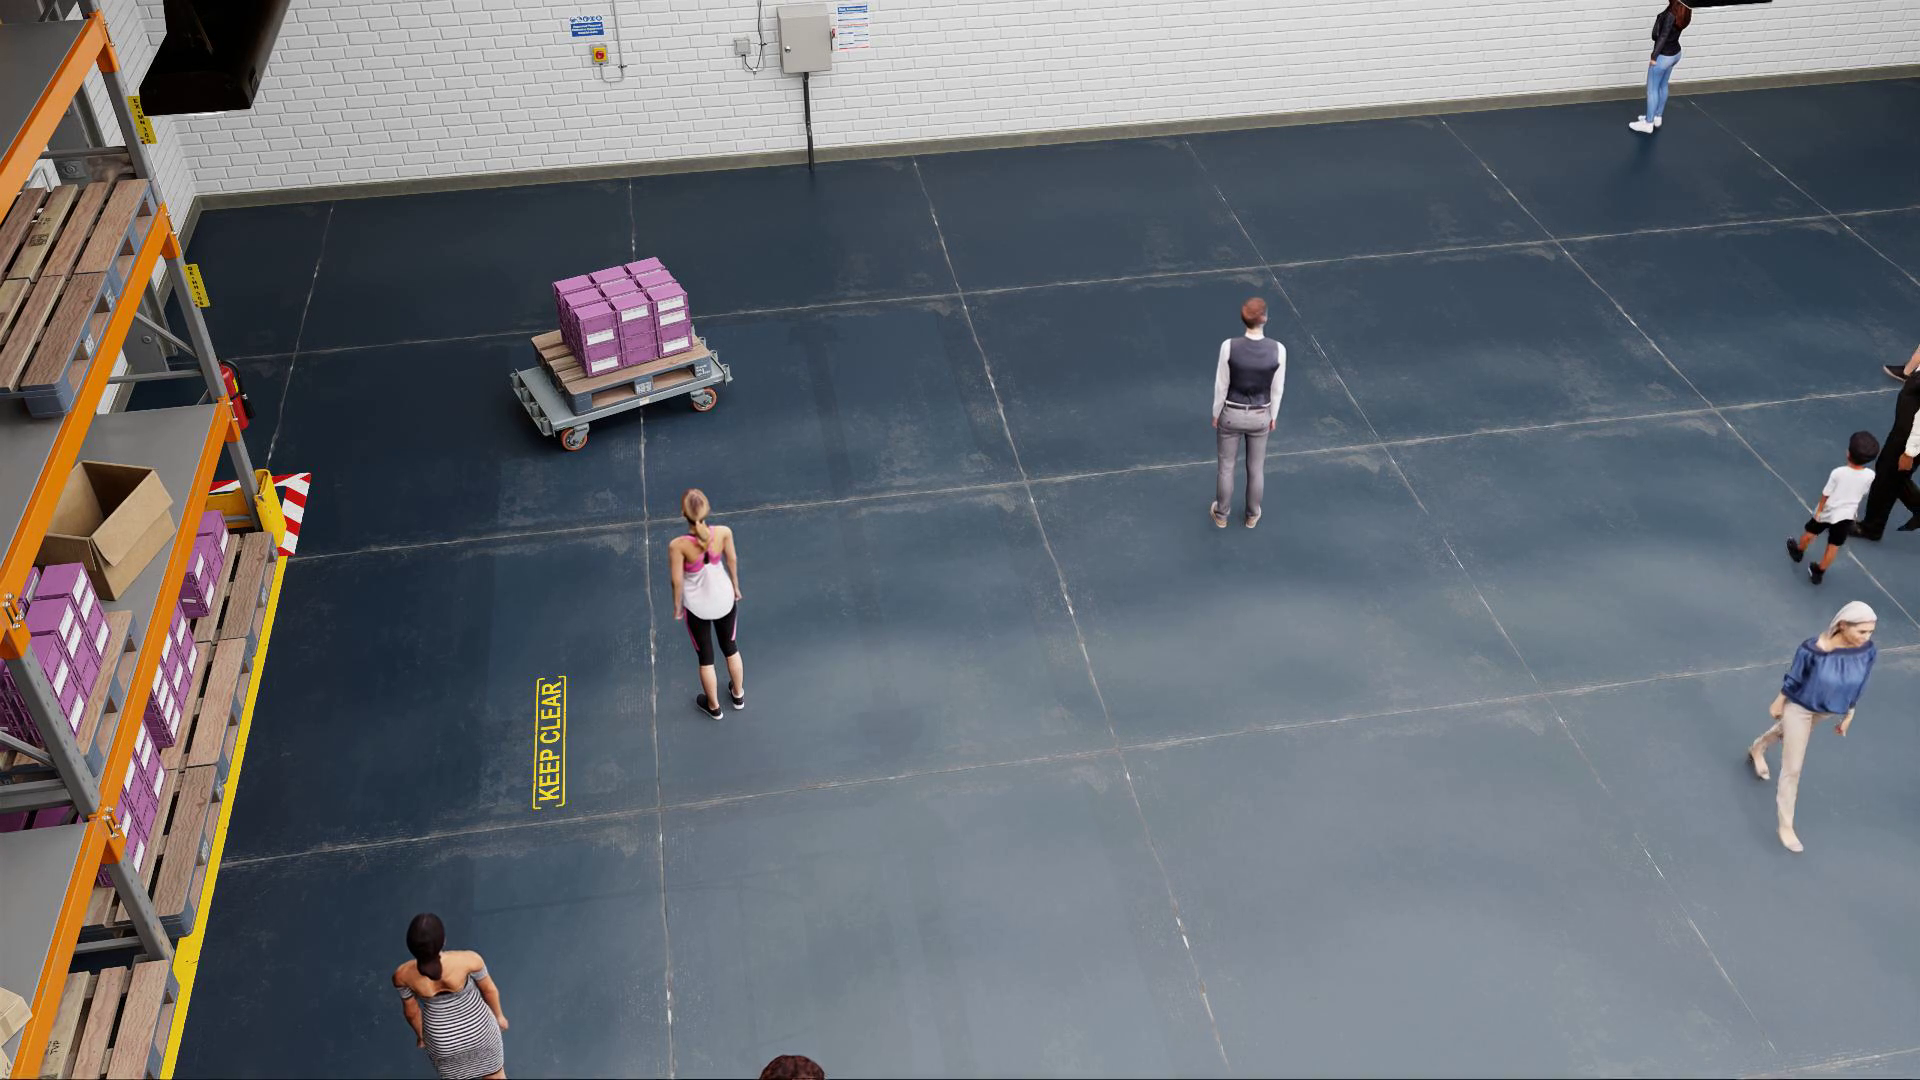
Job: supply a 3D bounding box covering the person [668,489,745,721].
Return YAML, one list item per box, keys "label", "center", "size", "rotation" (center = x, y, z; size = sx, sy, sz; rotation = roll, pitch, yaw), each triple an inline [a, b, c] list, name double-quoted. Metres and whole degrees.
- label: "person"
  center: [-1.622, 0.421, 10.731]
  size: [0.680, 1.786, 0.644]
  rotation: [-20, 43, -23]

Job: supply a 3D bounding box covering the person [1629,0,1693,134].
- label: "person"
  center: [7.601, -5.223, 17.923]
  size: [0.711, 1.630, 0.733]
  rotation: [-31, 48, -33]

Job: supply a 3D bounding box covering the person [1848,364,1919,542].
- label: "person"
  center: [7.042, -0.752, 12.108]
  size: [1.049, 1.901, 1.006]
  rotation: [17, 42, 20]

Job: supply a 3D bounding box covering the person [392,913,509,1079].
- label: "person"
  center: [-2.447, 2.449, 8.163]
  size: [0.612, 1.822, 0.555]
  rotation: [-10, 40, -12]

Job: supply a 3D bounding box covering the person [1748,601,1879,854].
- label: "person"
  center: [5.152, 0.979, 10.147]
  size: [0.703, 1.642, 1.173]
  rotation: [-2, 39, -3]

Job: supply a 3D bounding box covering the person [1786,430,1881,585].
- label: "person"
  center: [6.331, -0.199, 11.939]
  size: [0.610, 1.247, 0.737]
  rotation: [5, 39, 7]

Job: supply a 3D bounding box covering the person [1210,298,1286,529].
- label: "person"
  center: [2.111, -0.924, 12.293]
  size: [0.718, 1.938, 0.676]
  rotation: [5, 39, 6]

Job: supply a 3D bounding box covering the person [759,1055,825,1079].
- label: "person"
  center: [-0.701, 2.944, 7.631]
  size: [0.649, 1.712, 0.626]
  rotation: [-22, 43, -25]
